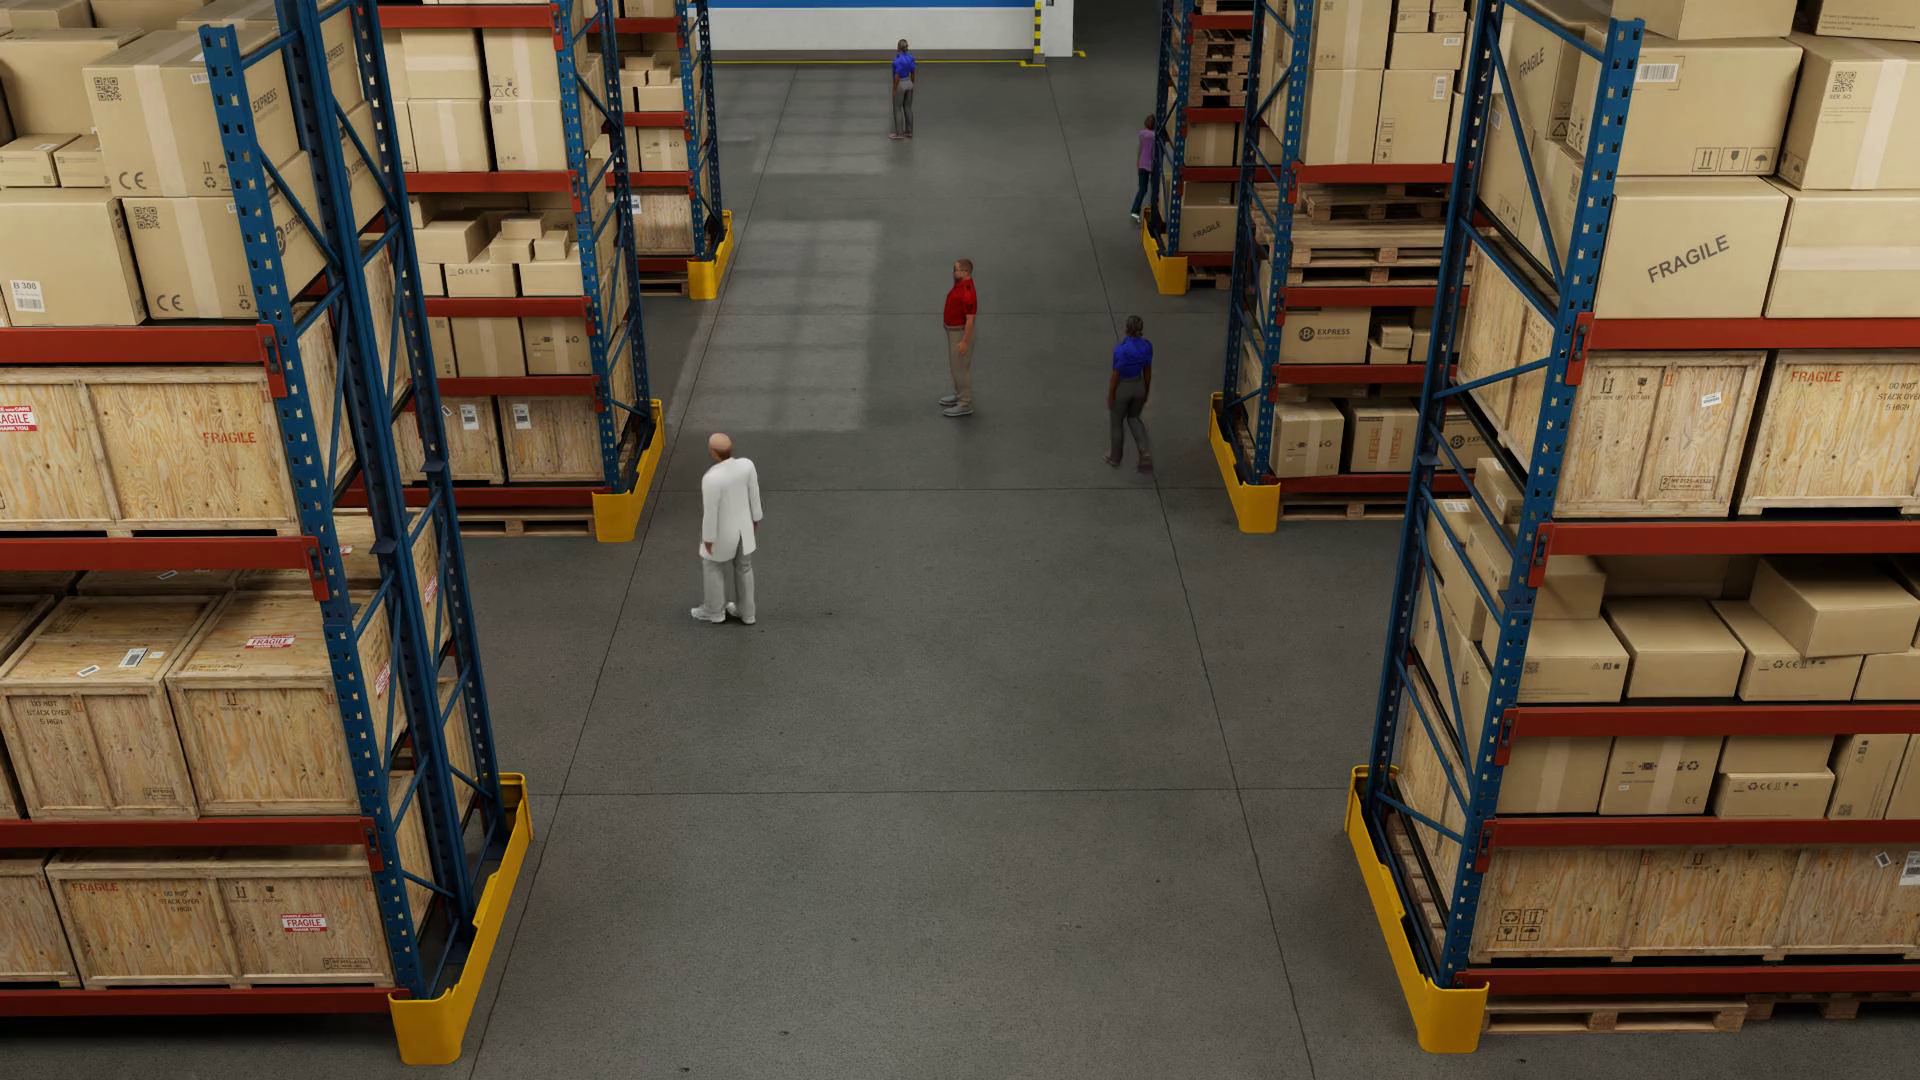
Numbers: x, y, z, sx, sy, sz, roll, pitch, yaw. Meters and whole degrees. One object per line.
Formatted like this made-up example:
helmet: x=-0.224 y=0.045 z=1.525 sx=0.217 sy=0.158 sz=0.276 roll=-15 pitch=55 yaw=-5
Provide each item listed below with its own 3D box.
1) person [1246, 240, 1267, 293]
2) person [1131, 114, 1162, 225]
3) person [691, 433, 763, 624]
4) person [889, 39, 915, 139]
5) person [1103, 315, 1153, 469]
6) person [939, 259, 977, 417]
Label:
person: x=3.727 y=-3.023 z=19.522 sx=0.588 sy=1.746 sz=0.985 roll=21 pitch=34 yaw=33
person: x=2.748 y=-5.382 z=24.082 sx=0.418 sy=1.590 sz=0.682 roll=16 pitch=32 yaw=27
person: x=-2.003 y=-0.126 z=14.131 sx=0.620 sy=1.797 sz=0.558 roll=-24 pitch=36 yaw=-37
person: x=-0.994 y=-7.697 z=28.340 sx=0.361 sy=1.656 sz=0.434 roll=25 pitch=37 yaw=38
person: x=1.691 y=-1.489 z=16.801 sx=0.453 sy=1.676 sz=0.576 roll=-13 pitch=31 yaw=-23
person: x=-0.020 y=-2.224 z=18.084 sx=0.390 sy=1.723 sz=0.529 roll=-3 pitch=28 yaw=-5
